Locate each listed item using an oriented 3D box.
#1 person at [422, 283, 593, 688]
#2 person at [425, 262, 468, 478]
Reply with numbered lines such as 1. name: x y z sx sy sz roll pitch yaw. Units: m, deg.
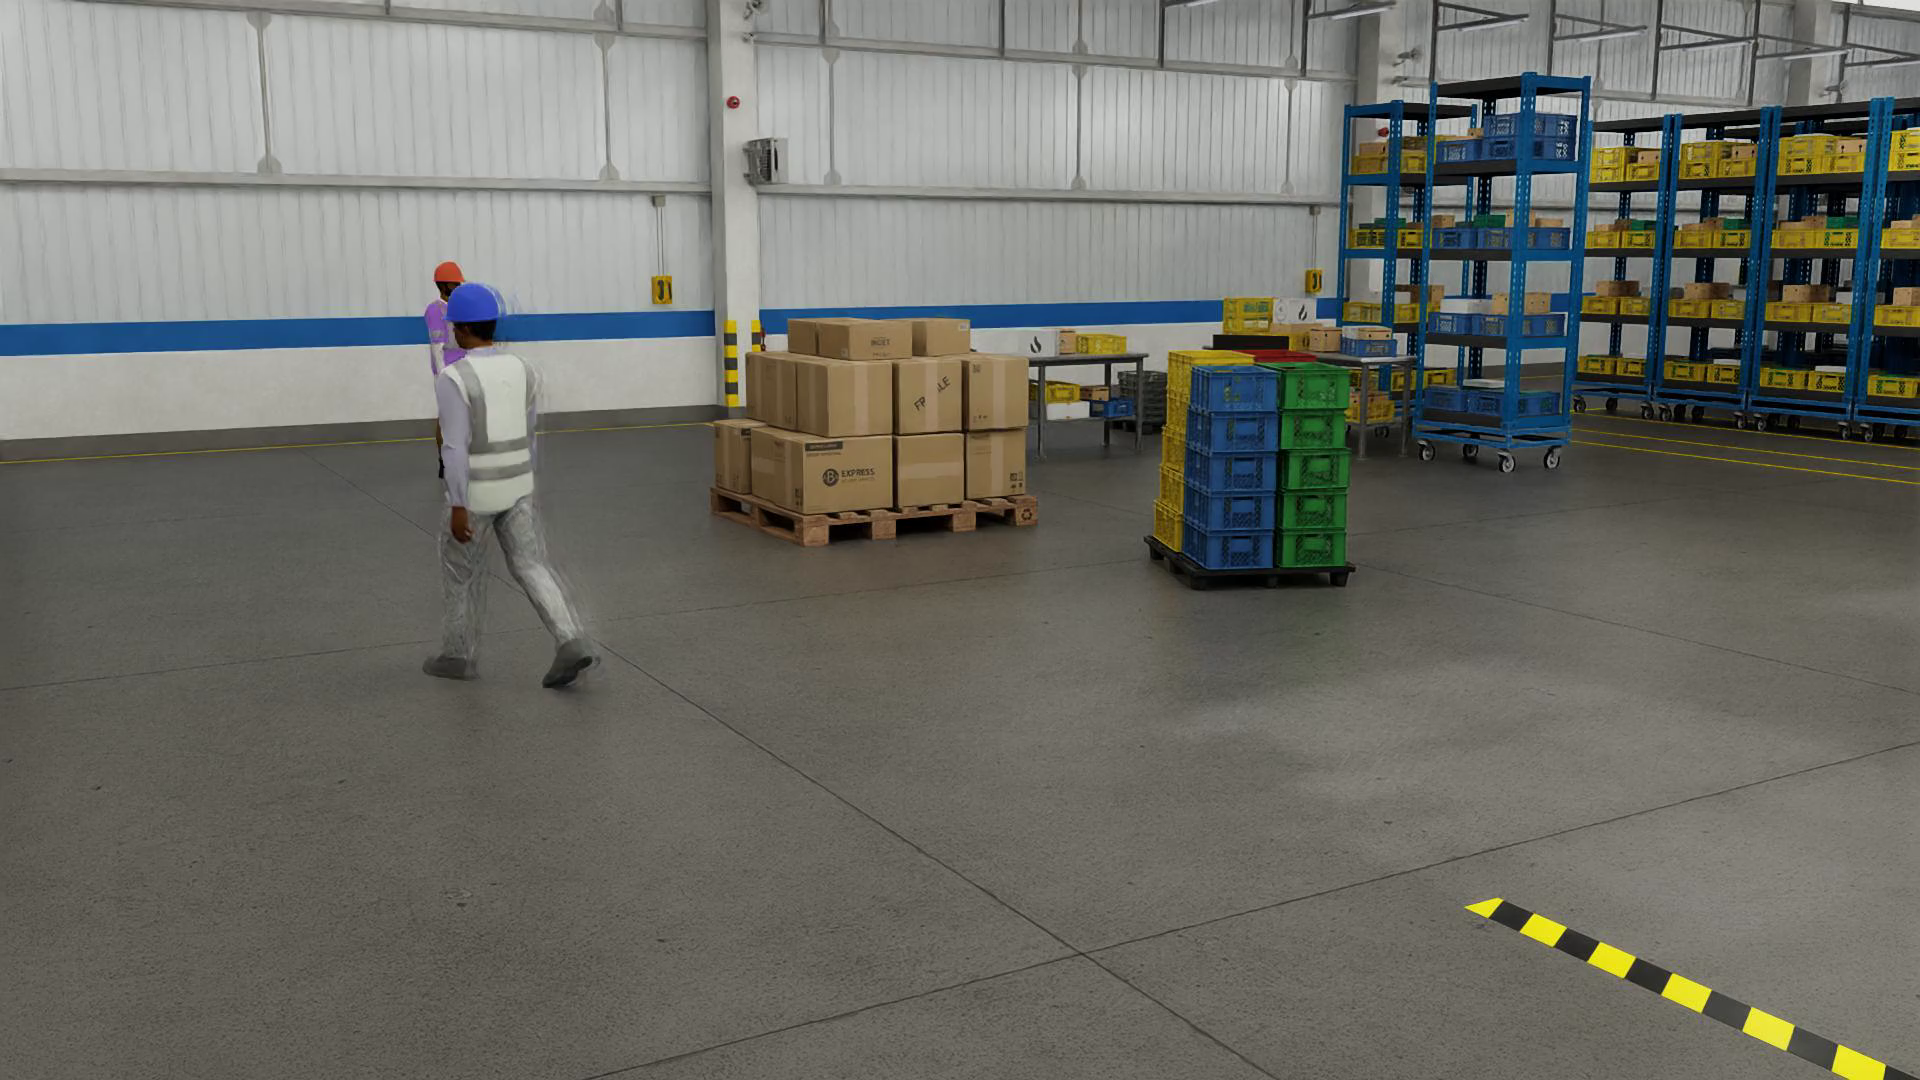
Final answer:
1. person: -2.164 -0.247 7.802 0.953 1.914 0.616 6 12 31
2. person: -4.562 -1.523 14.967 0.358 1.938 0.545 1 10 5
